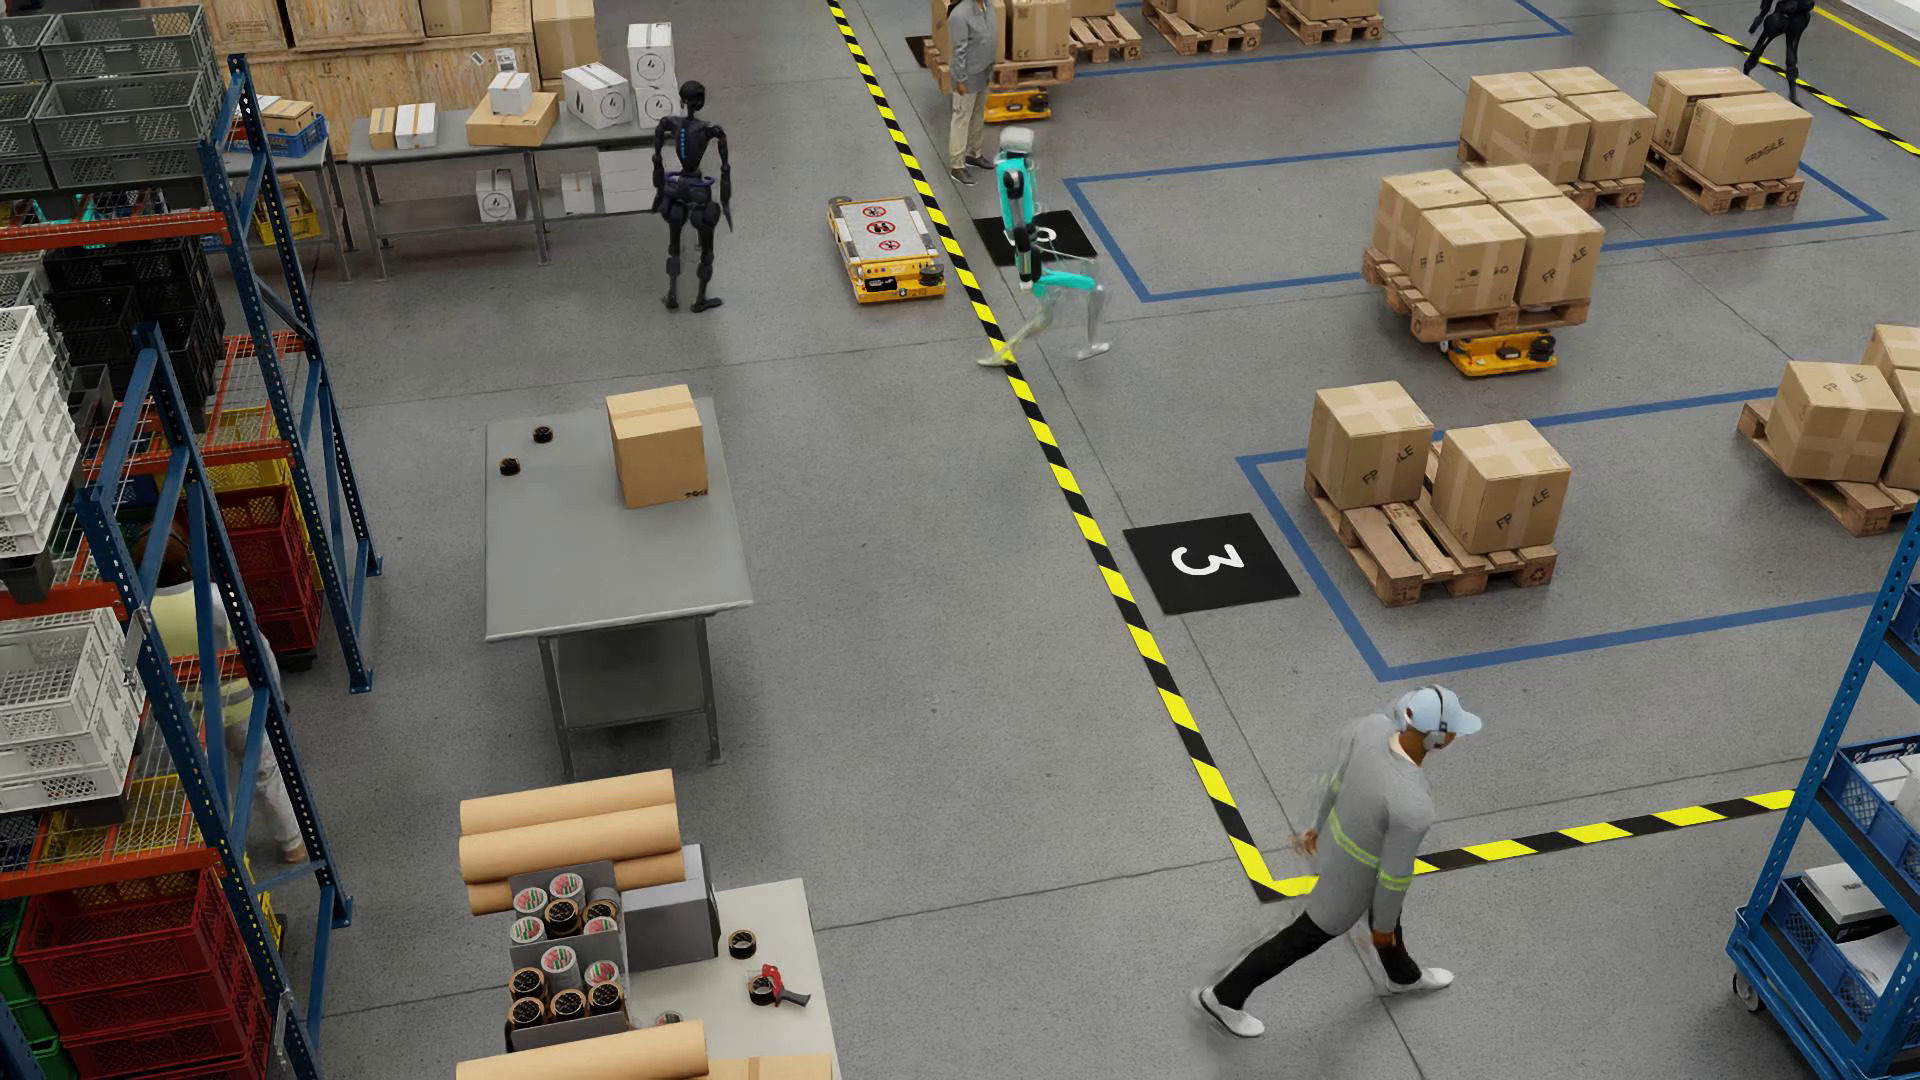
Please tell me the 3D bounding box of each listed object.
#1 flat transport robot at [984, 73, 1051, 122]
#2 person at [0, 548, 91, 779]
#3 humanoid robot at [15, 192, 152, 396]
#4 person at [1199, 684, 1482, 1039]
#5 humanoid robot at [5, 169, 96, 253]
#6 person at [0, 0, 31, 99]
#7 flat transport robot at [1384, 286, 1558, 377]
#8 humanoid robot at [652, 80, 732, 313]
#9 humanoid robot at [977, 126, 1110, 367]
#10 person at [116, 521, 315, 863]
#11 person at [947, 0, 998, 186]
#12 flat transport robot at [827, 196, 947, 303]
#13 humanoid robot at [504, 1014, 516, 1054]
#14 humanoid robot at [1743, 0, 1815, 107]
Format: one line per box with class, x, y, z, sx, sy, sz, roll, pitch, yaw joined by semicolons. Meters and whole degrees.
flat transport robot;0.333;-4.179;15.147;0.652;0.197;1.431;-8;37;-10
person;-4.378;0.559;7.529;0.818;1.782;0.616;11;38;15
humanoid robot;-5.264;-1.407;10.128;0.532;1.693;0.734;-14;39;-18
person;1.538;1.282;6.586;1.109;1.763;0.608;-2;37;-3
humanoid robot;-5.803;-1.707;10.614;0.564;1.786;0.682;5;37;7
person;-8.405;-4.548;14.260;0.386;1.946;0.613;8;37;10
flat transport robot;3.562;-1.612;11.697;0.652;0.197;1.431;-8;37;-10
humanoid robot;-1.888;-2.362;11.547;0.608;1.636;0.414;7;37;10
humanoid robot;0.650;-1.845;10.873;1.065;1.773;0.531;-1;37;-2
person;-3.272;0.699;7.309;0.629;1.836;0.431;-2;37;-2
person;0.097;-3.763;13.353;0.401;1.767;0.571;18;40;22
flat transport robot;-0.570;-2.220;12.538;0.659;0.231;1.431;-8;37;-10
humanoid robot;-1.214;1.981;5.715;0.585;1.649;0.464;8;37;10
humanoid robot;7.324;-4.691;14.715;0.589;1.622;0.785;-14;39;-18
